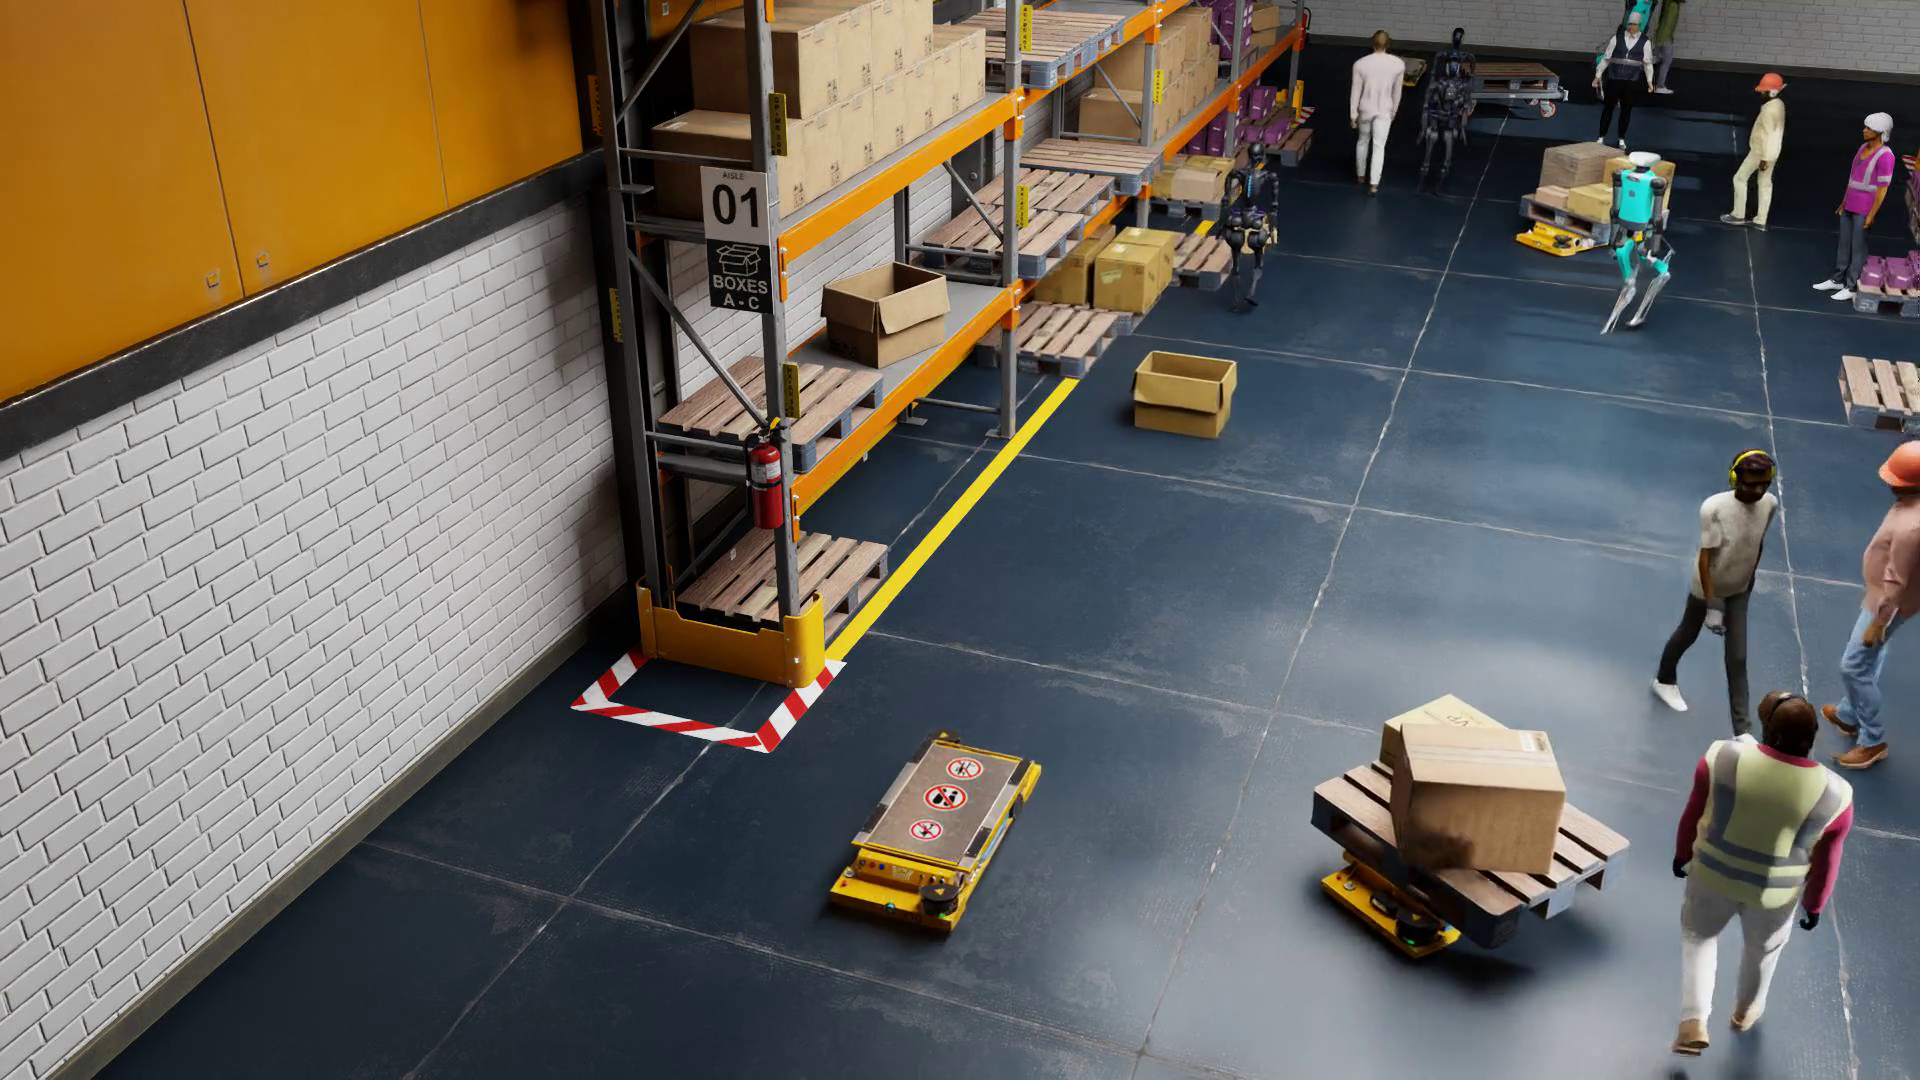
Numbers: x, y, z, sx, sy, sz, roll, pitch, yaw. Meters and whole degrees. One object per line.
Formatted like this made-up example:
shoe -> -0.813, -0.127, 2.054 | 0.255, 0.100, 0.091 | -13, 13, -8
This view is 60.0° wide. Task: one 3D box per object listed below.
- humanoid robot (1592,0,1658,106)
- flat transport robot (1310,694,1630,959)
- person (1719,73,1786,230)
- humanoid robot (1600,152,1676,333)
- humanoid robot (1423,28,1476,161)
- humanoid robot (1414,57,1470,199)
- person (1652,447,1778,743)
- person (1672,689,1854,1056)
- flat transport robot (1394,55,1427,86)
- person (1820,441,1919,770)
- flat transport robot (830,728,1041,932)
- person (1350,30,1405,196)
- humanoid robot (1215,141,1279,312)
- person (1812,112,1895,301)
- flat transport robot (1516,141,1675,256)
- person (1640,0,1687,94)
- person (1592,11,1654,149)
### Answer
humanoid robot -> 9.522, -7.107, 23.939 | 0.582, 1.749, 0.948 | -13, 30, -23
flat transport robot -> 2.607, 1.654, 8.542 | 1.431, 0.231, 0.659 | -17, 32, -29
person -> 8.912, -4.352, 18.599 | 0.536, 1.723, 0.594 | -20, 33, -34
humanoid robot -> 6.399, -2.764, 15.542 | 0.784, 1.801, 0.542 | -18, 32, -31
humanoid robot -> 6.268, -5.696, 21.245 | 0.599, 1.659, 0.315 | 10, 29, 19
humanoid robot -> 5.716, -4.888, 19.701 | 0.602, 1.650, 0.353 | 0, 27, -1
person -> 4.361, 0.329, 9.438 | 0.489, 1.806, 1.008 | -4, 28, -9
person -> 3.422, 1.471, 7.206 | 0.647, 1.817, 0.722 | 14, 30, 25
flat transport robot -> 6.862, -7.309, 25.929 | 0.659, 0.231, 1.431 | 10, 29, 19
person -> 5.200, 0.325, 9.289 | 0.396, 1.959, 0.740 | 21, 34, 35
flat transport robot -> -0.097, 1.504, 8.832 | 0.659, 0.231, 1.431 | 10, 29, 18
person -> 4.961, -5.129, 19.938 | 0.615, 1.890, 1.023 | 6, 28, 11
humanoid robot -> 2.768, -3.029, 16.093 | 0.595, 1.648, 0.336 | 9, 29, 17
person -> 8.876, -3.289, 16.406 | 0.316, 1.846, 0.525 | -2, 27, -4
flat transport robot -> 6.900, -3.394, 18.335 | 1.431, 0.231, 0.659 | -14, 31, -26
person -> 10.427, -7.488, 24.818 | 0.648, 1.594, 0.506 | 6, 28, 11
person -> 8.708, -6.032, 21.824 | 0.755, 1.758, 0.431 | 10, 29, 19
